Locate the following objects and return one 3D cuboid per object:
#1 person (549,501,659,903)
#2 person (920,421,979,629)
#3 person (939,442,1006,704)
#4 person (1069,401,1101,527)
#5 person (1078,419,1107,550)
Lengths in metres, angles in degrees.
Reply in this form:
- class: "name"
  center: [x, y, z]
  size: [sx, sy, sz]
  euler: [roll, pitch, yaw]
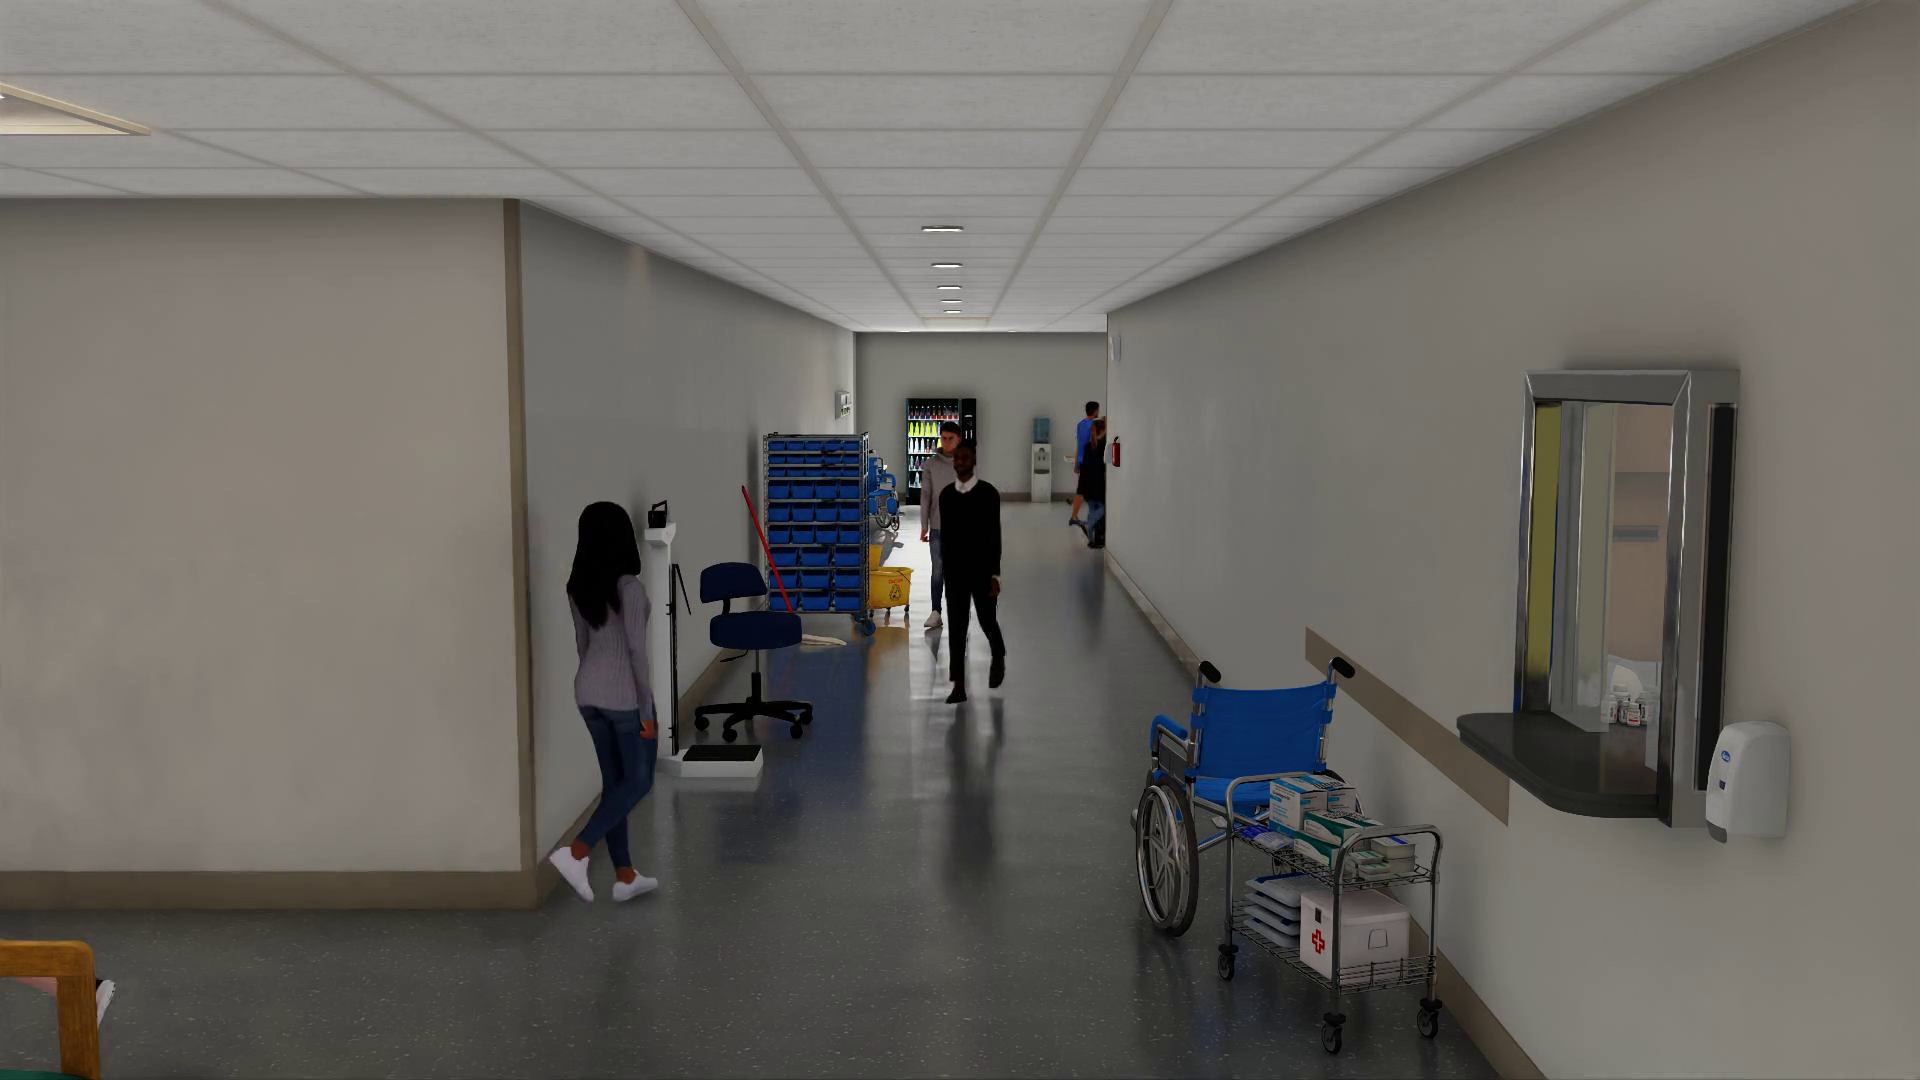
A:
- class: "person"
  center: [-1.543, 0.715, 7.039]
  size: [0.929, 1.717, 0.963]
  euler: [5, 8, 41]
- class: "person"
  center: [-0.076, -0.136, 14.833]
  size: [0.525, 1.851, 0.750]
  euler: [1, 6, 5]
- class: "person"
  center: [0.119, 0.225, 11.607]
  size: [1.205, 1.778, 0.985]
  euler: [2, 6, 18]
- class: "person"
  center: [1.790, -1.087, 24.416]
  size: [1.212, 1.824, 1.014]
  euler: [-4, 7, -33]
- class: "person"
  center: [1.721, -0.701, 21.350]
  size: [0.877, 1.672, 0.936]
  euler: [5, 8, 41]
